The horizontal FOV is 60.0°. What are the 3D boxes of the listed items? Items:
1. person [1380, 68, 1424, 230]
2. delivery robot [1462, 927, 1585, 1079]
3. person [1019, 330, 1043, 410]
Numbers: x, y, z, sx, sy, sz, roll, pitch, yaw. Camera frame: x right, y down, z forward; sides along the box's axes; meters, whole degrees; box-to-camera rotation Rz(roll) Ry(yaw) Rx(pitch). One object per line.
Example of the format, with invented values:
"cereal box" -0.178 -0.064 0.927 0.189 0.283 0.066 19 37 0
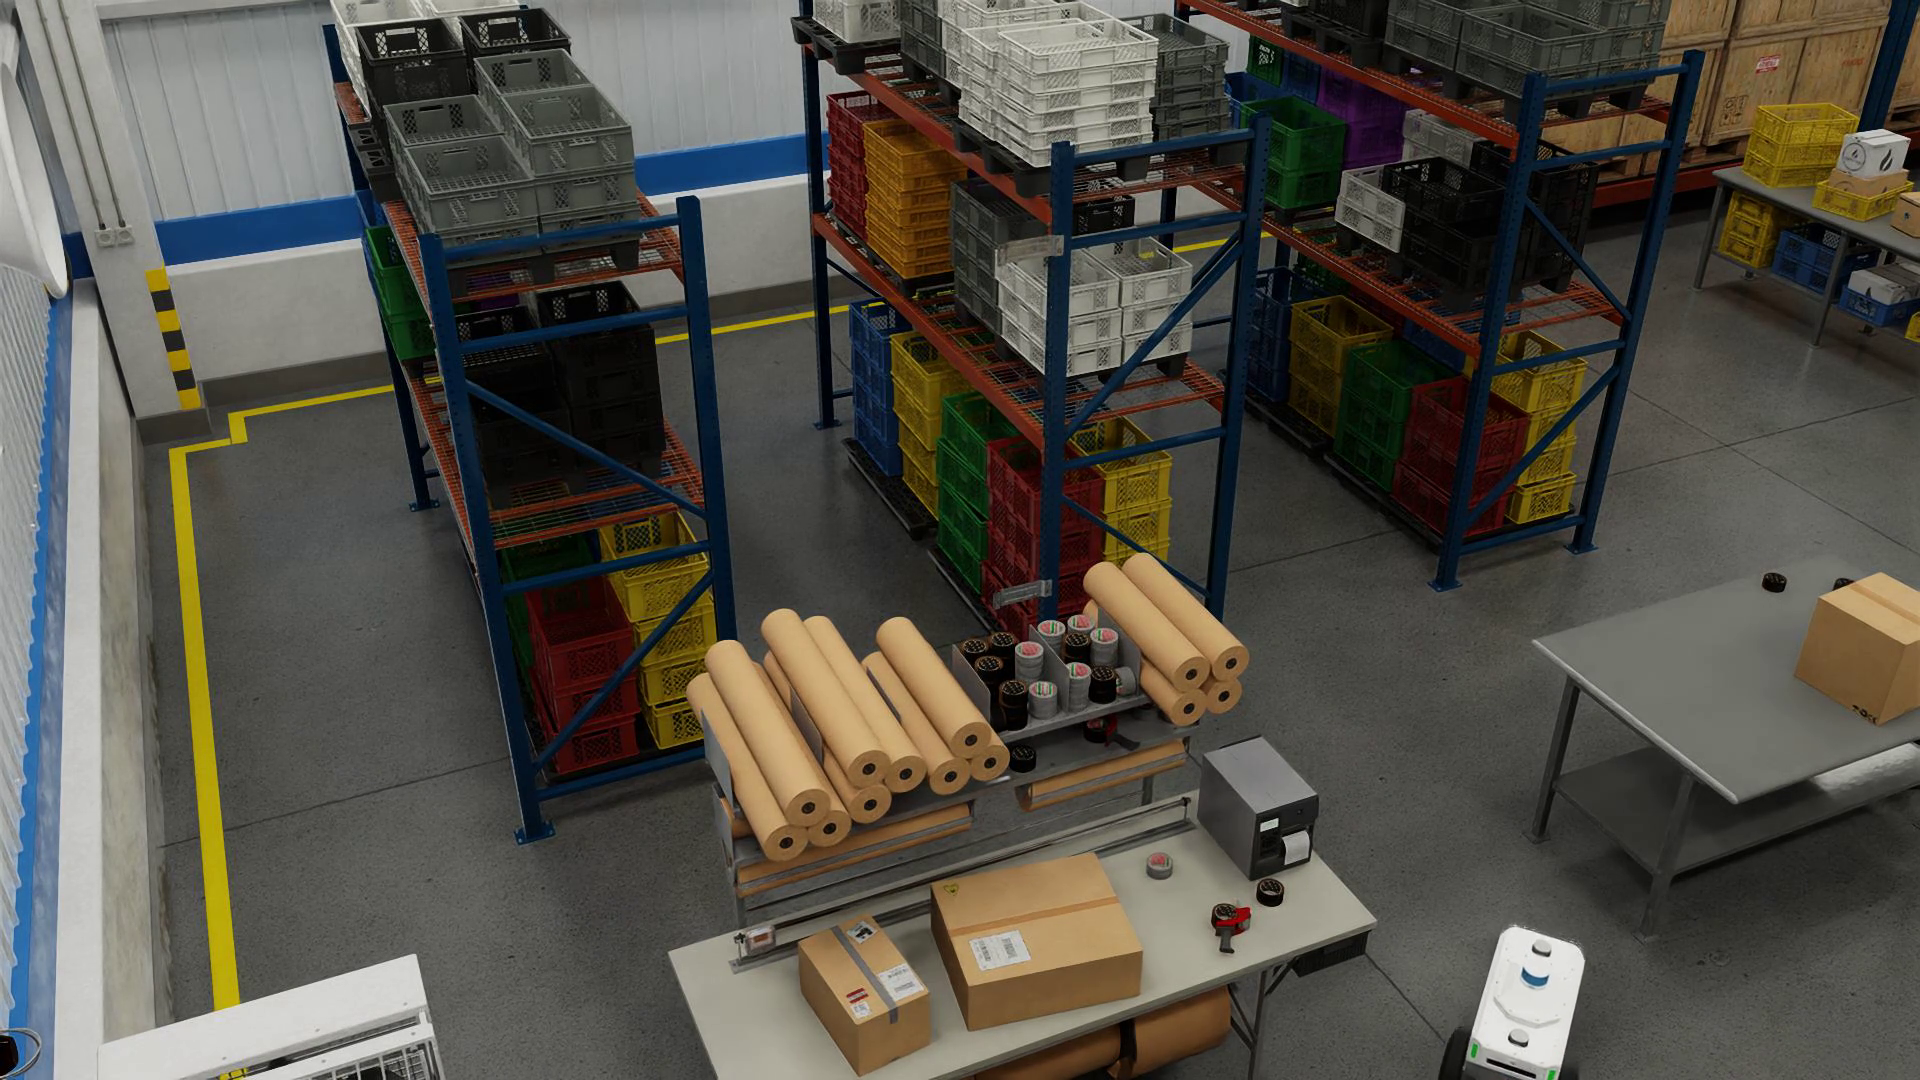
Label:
"person" 3.602 -3.394 13.877 0.362 1.938 0.631 -13 34 -20
"delivery robot" 2.238 1.858 6.572 0.477 0.478 0.707 14 34 22
"person" 0.476 -1.505 10.861 0.351 1.884 0.582 24 39 34
